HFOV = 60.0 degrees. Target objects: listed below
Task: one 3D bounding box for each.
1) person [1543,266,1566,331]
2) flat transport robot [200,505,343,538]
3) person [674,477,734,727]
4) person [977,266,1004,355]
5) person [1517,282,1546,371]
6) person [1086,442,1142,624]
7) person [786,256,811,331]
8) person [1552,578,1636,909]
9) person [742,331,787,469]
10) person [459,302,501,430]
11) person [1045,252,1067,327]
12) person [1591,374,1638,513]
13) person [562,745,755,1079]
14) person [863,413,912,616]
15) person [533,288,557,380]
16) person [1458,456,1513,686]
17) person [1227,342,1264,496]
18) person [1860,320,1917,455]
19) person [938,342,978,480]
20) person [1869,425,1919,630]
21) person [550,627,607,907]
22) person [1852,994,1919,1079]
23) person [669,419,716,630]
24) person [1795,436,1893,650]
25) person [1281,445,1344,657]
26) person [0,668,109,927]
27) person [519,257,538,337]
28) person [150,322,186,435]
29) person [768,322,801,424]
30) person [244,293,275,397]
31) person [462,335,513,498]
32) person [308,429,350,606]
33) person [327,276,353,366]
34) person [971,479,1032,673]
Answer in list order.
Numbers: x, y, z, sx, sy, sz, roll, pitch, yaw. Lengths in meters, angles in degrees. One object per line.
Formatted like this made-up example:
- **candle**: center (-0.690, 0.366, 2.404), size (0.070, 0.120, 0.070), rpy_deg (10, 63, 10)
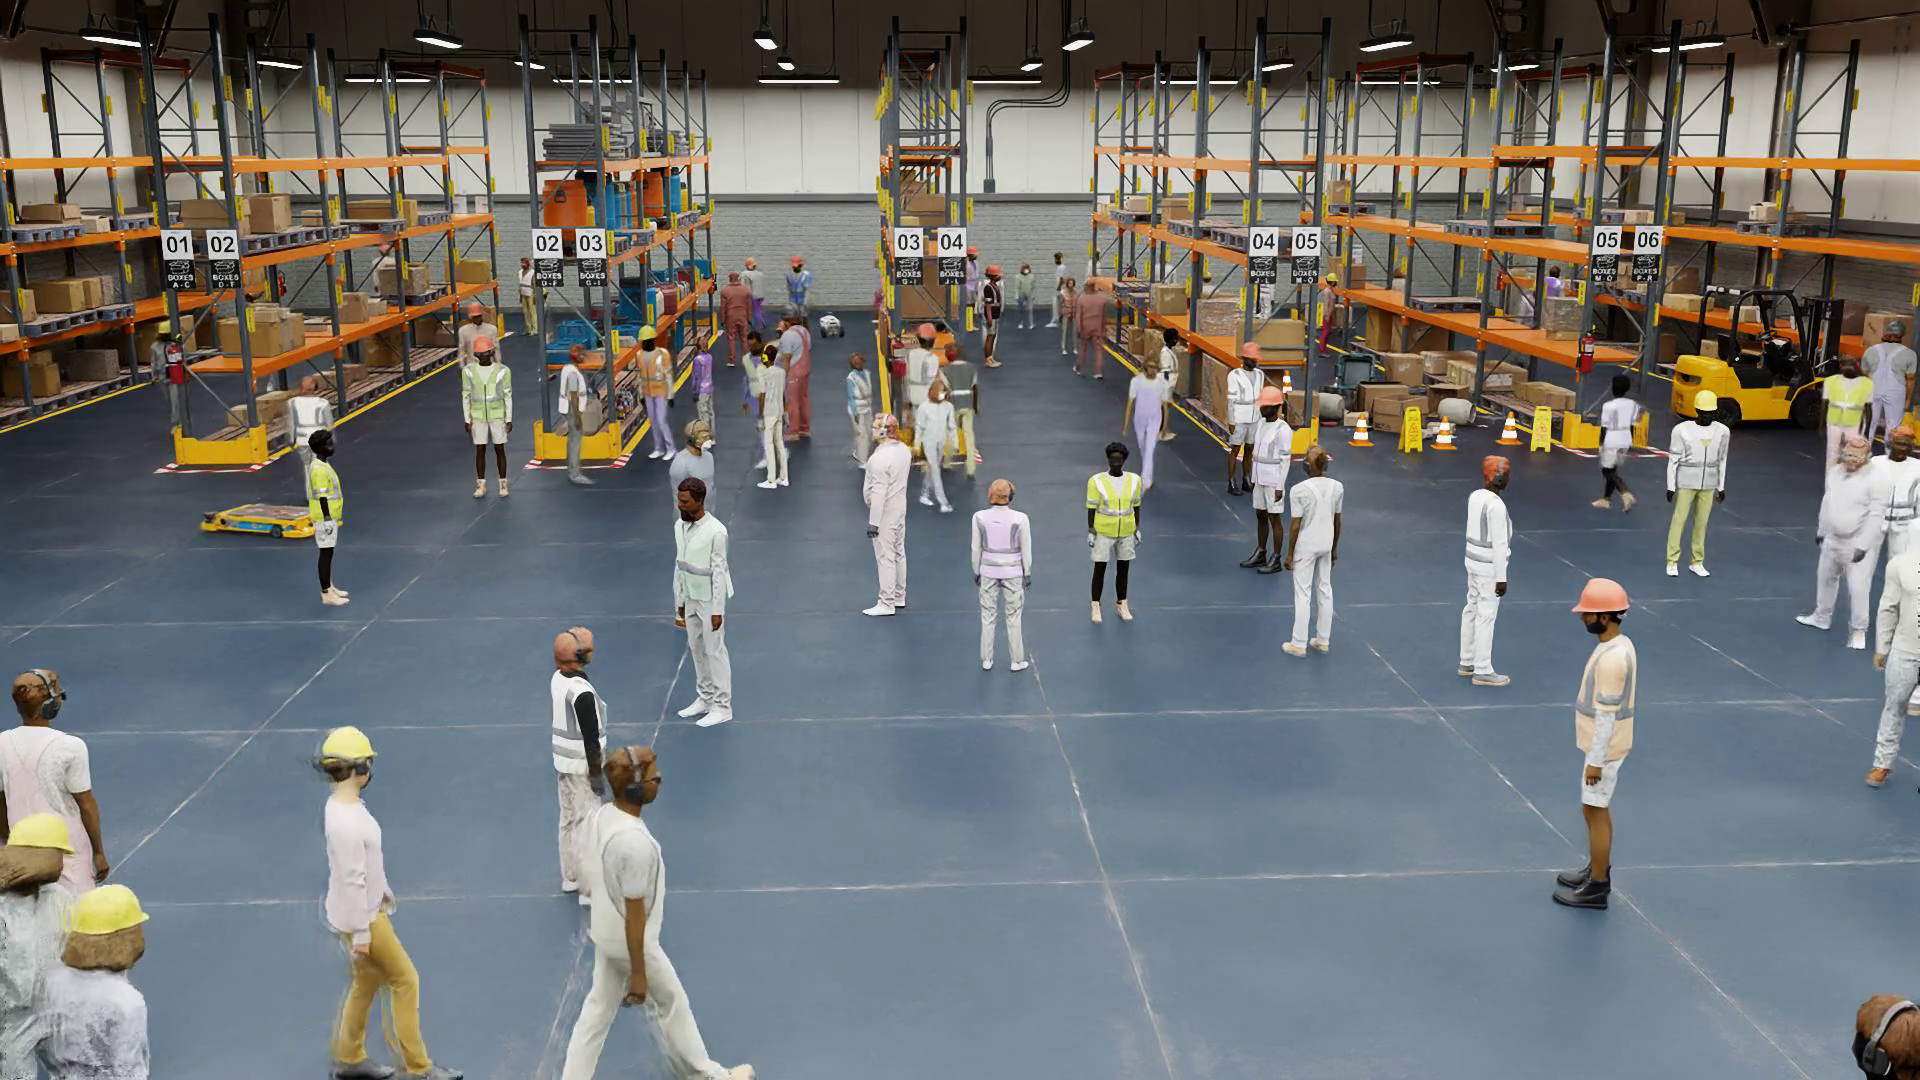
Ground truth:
- **person**: center (12.686, -4.939, 35.641), size (0.429, 1.841, 0.626), rpy_deg (-8, 16, -31)
- **flat transport robot**: center (-7.881, -0.231, 19.036), size (1.431, 0.197, 0.652), rpy_deg (4, 14, 17)
- **person**: center (-1.944, 0.456, 12.631), size (0.391, 1.911, 0.584), rpy_deg (-12, 18, -42)
- **person**: center (0.648, -4.899, 35.429), size (0.581, 1.849, 0.867), rpy_deg (-1, 13, -3)
- **person**: center (11.175, -4.150, 32.368), size (0.599, 1.802, 0.461), rpy_deg (-2, 13, -9)
- **person**: center (1.418, -0.071, 15.299), size (0.541, 1.698, 0.316), rpy_deg (-3, 14, -13)
- **person**: center (-3.576, -5.216, 36.448), size (0.612, 1.993, 1.005), rpy_deg (4, 14, 17)
- **person**: center (3.666, 1.165, 9.590), size (0.386, 1.924, 0.548), rpy_deg (5, 14, 21)
- **person**: center (-2.683, -1.916, 22.706), size (0.637, 1.888, 0.486), rpy_deg (7, 15, 29)
- **person**: center (-7.444, -2.702, 25.842), size (0.623, 1.985, 0.412), rpy_deg (-5, 14, -21)
- **person**: center (2.511, -6.089, 40.498), size (0.751, 1.839, 0.535), rpy_deg (-3, 14, -14)
- **person**: center (7.895, -1.143, 19.897), size (0.539, 1.676, 0.695), rpy_deg (-6, 15, -25)
- **person**: center (-1.416, 1.757, 7.359), size (0.955, 1.794, 0.527), rpy_deg (-9, 16, -32)
- **person**: center (-0.704, -0.244, 15.581), size (0.408, 1.913, 0.641), rpy_deg (5, 14, 20)
- **person**: center (-7.841, -3.891, 31.363), size (0.338, 1.757, 0.518), rpy_deg (0, 13, 0)
- **person**: center (4.308, 0.244, 13.573), size (0.355, 1.883, 0.576), rpy_deg (-2, 13, -7)
- **person**: center (3.614, -1.530, 20.973), size (0.542, 1.938, 0.358), rpy_deg (-8, 15, -30)
- **person**: center (12.687, -2.001, 22.743), size (0.535, 2.000, 0.686), rpy_deg (-13, 18, -43)
- **person**: center (-0.024, -1.733, 22.125), size (0.671, 1.791, 0.934), rpy_deg (-6, 15, -24)
- **person**: center (8.429, -0.116, 15.122), size (0.577, 1.879, 0.345), rpy_deg (6, 15, 24)
- **person**: center (-2.188, 1.304, 9.595), size (0.308, 1.645, 0.514), rpy_deg (-9, 16, -33)
- **person**: center (2.790, 2.261, 5.114), size (0.624, 1.845, 0.430), rpy_deg (-6, 15, -24)
- **person**: center (-2.405, -0.142, 15.119), size (0.379, 1.931, 0.625), rpy_deg (5, 14, 19)
- **person**: center (7.823, -0.024, 14.773), size (0.422, 1.874, 0.857), rpy_deg (-4, 14, -17)
- **person**: center (3.025, 0.092, 14.297), size (0.507, 1.846, 0.345), rpy_deg (-5, 14, -21)
- **person**: center (-4.471, 1.530, 8.205), size (0.509, 1.844, 0.329), rpy_deg (1, 13, 5)
- **person**: center (-10.012, -5.651, 38.651), size (0.564, 1.840, 0.396), rpy_deg (10, 17, 37)
- **person**: center (-12.152, -2.516, 25.627), size (0.482, 1.710, 0.805), rpy_deg (-1, 13, -4)
- **person**: center (-2.773, -2.499, 25.621), size (0.580, 1.697, 0.910), rpy_deg (9, 16, 34)
- **person**: center (-12.511, -3.493, 29.558), size (0.528, 1.826, 0.938), rpy_deg (0, 13, 1)
- **person**: center (-5.894, -1.537, 20.774), size (0.607, 2.044, 0.378), rpy_deg (-2, 13, -8)
- **person**: center (-6.064, -0.220, 15.936), size (0.316, 1.695, 0.542), rpy_deg (-5, 14, -20)
- **person**: center (-11.867, -4.082, 31.831), size (0.557, 1.908, 0.650), rpy_deg (3, 14, 12)
- **person**: center (0.348, 0.298, 13.866), size (0.513, 1.640, 0.311), rpy_deg (3, 14, 14)
